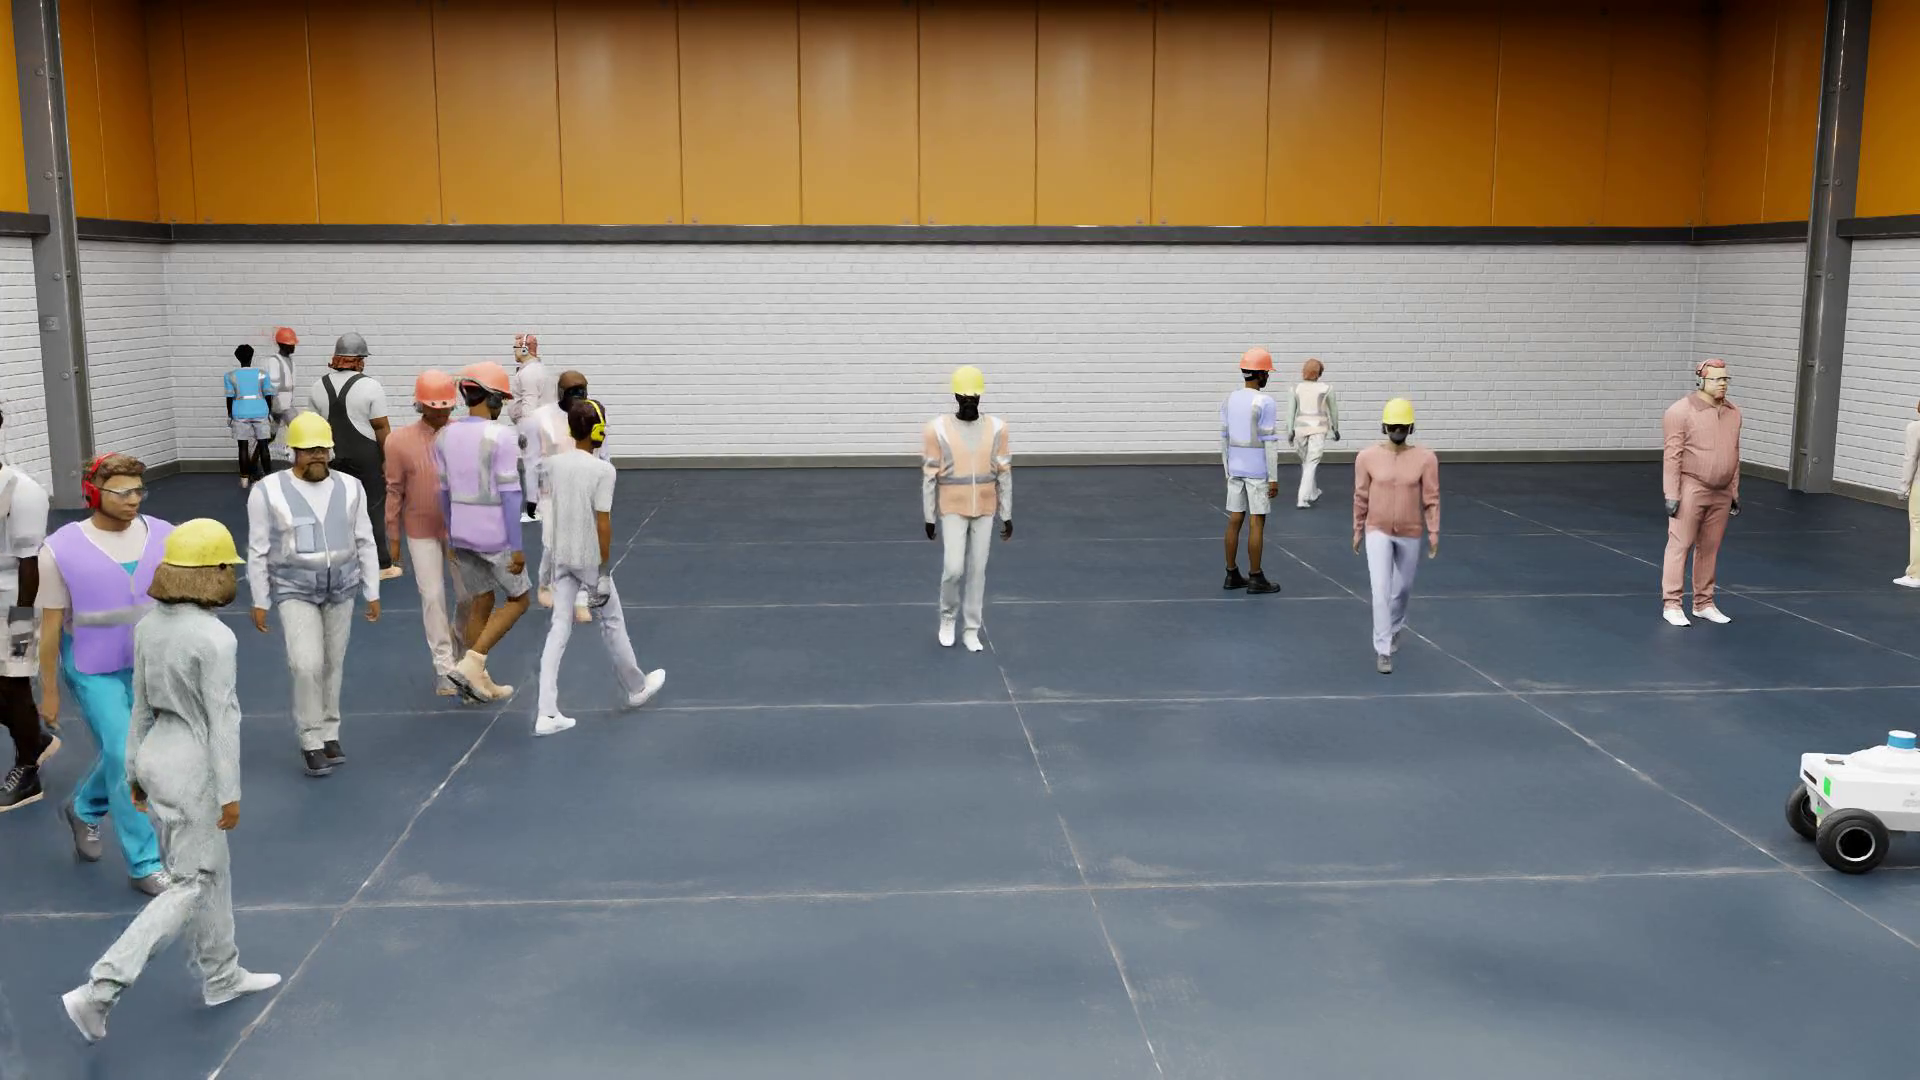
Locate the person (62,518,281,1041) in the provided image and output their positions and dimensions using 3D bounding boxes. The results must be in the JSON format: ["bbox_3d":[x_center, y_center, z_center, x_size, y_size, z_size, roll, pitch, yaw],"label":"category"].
[{"bbox_3d":[-2.607,0.791,5.432,0.518,1.709,0.726,6,11,34],"label":"person"}]

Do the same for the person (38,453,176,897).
[{"bbox_3d":[-3.501,0.524,6.816,0.862,1.806,0.601,5,10,29],"label":"person"}]

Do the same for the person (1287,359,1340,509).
[{"bbox_3d":[3.813,-1.147,17.969,0.508,1.591,0.878,6,11,34],"label":"person"}]

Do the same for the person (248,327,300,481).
[{"bbox_3d":[-8.257,-1.639,20.181,1.014,1.879,0.594,1,9,9],"label":"person"}]

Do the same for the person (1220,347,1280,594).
[{"bbox_3d":[2.302,-0.544,13.095,0.356,1.937,0.552,-7,11,-36],"label":"person"}]

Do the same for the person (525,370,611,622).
[{"bbox_3d":[-2.835,-0.322,12.067,0.641,1.824,0.531,-5,10,-30],"label":"person"}]

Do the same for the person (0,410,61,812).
[{"bbox_3d":[-4.485,0.300,7.765,0.614,1.947,0.440,4,10,23],"label":"person"}]

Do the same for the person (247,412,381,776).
[{"bbox_3d":[-3.186,0.271,8.343,0.620,1.814,0.610,-8,12,-42],"label":"person"}]

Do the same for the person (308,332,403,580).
[{"bbox_3d":[-4.945,-0.690,13.689,0.682,2.000,0.537,2,9,13],"label":"person"}]

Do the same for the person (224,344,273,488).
[{"bbox_3d":[-8.354,-1.452,19.566,0.531,1.692,0.320,-5,10,-27],"label":"person"}]

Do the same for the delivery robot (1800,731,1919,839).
[{"bbox_3d":[3.993,1.057,7.077,0.707,0.478,0.477,2,9,10],"label":"delivery robot"}]

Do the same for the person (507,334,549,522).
[{"bbox_3d":[-4.385,-1.136,16.910,0.410,1.909,0.642,-1,9,-5],"label":"person"}]

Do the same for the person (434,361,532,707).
[{"bbox_3d":[-2.738,-0.019,9.550,0.624,2.013,0.513,6,11,32],"label":"person"}]

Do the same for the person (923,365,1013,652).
[{"bbox_3d":[0.061,-0.200,11.038,0.585,1.912,0.417,-3,9,-16],"label":"person"}]

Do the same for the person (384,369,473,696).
[{"bbox_3d":[-3.128,-0.060,10.014,0.645,1.958,0.669,-3,10,-20],"label":"person"}]

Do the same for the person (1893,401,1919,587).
[{"bbox_3d":[7.777,-0.430,13.327,0.500,1.636,0.286,-1,9,-4],"label":"person"}]

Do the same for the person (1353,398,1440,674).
[{"bbox_3d":[2.808,-0.067,10.747,0.531,1.732,0.873,1,9,8],"label":"person"}]

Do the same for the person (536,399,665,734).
[{"bbox_3d":[-2.059,0.124,9.279,0.494,1.812,0.992,4,10,23],"label":"person"}]

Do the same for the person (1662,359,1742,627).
[{"bbox_3d":[5.328,-0.338,11.900,0.638,1.909,0.408,-3,10,-18],"label":"person"}]
